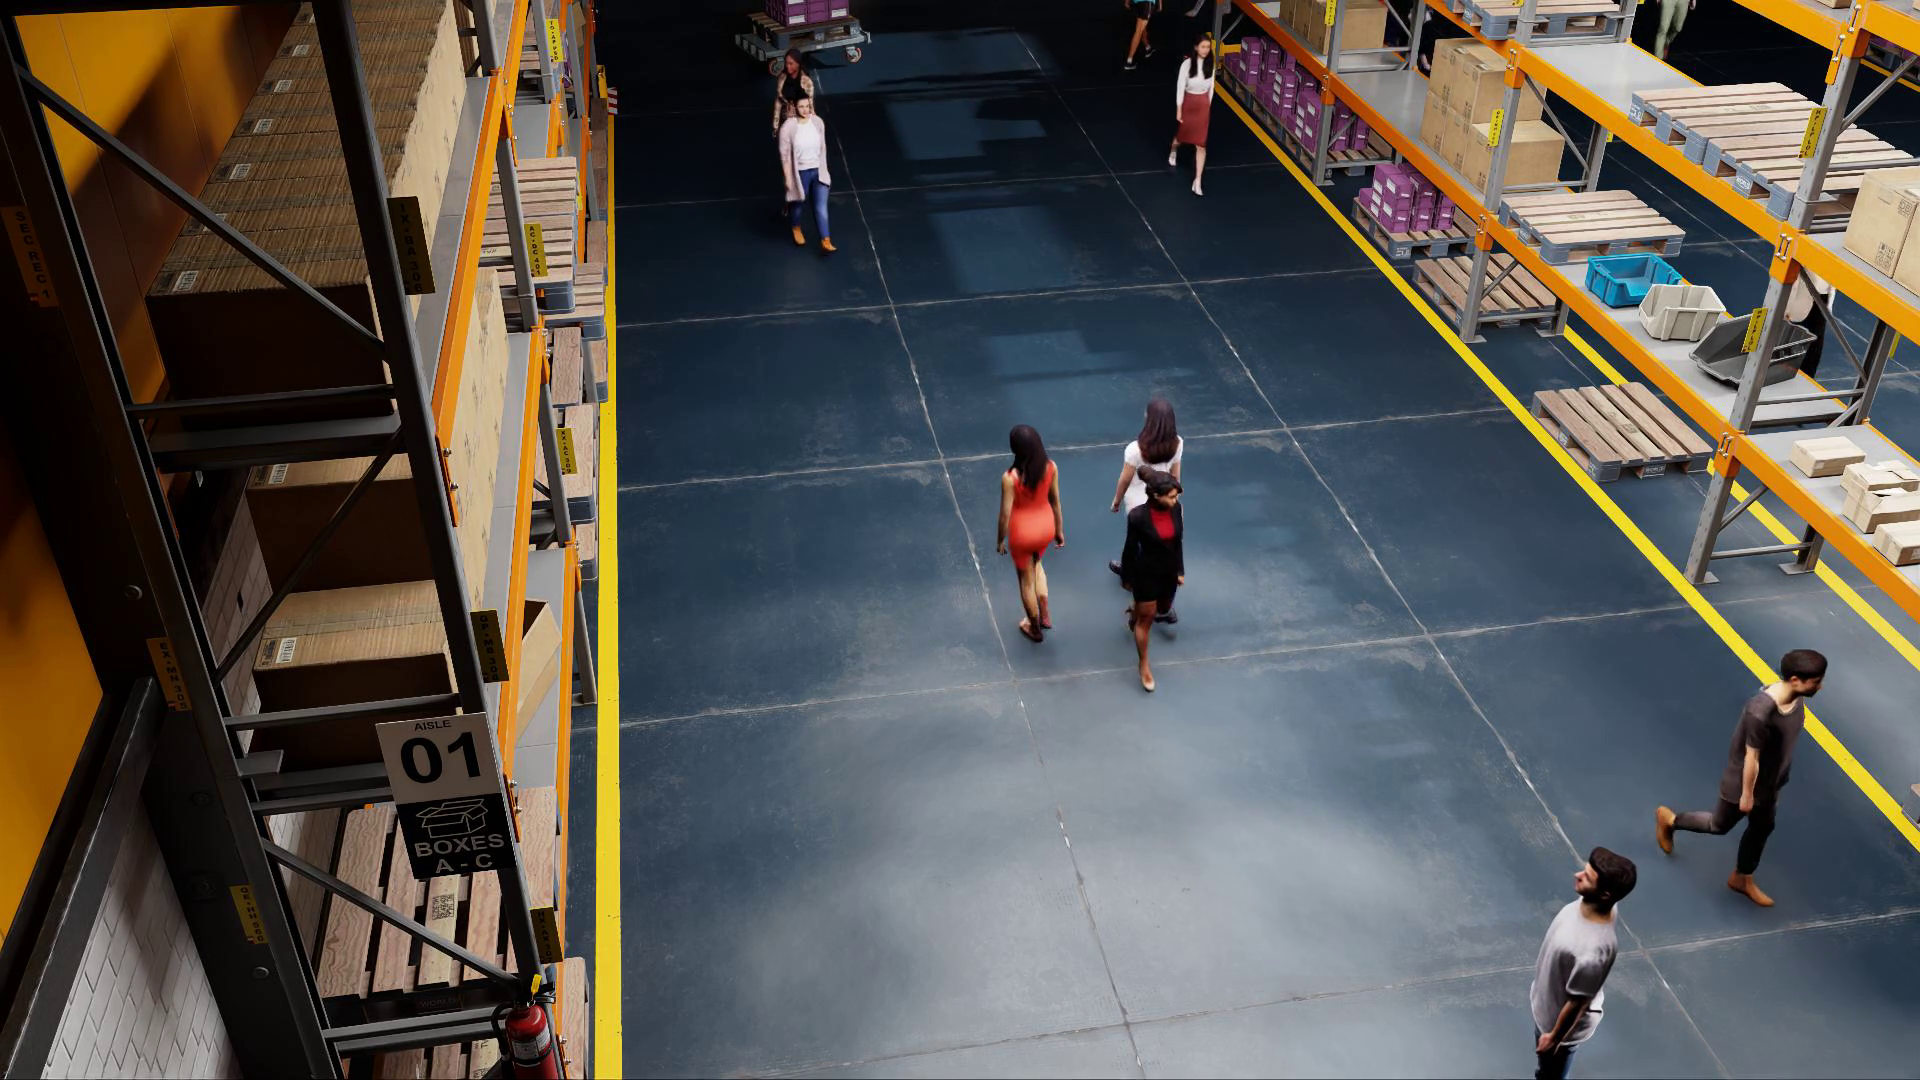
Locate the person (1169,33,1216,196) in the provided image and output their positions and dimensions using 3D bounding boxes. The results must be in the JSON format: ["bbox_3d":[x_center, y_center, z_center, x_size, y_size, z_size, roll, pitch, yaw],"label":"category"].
[{"bbox_3d":[2.551,-4.742,18.430,0.585,1.720,1.068,-5,34,-8],"label":"person"}]

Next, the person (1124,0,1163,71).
[{"bbox_3d":[2.382,-7.047,21.905,1.152,1.713,1.219,21,39,28],"label":"person"}]

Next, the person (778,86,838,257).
[{"bbox_3d":[-1.623,-3.781,17.003,0.884,1.699,1.154,-15,36,-21],"label":"person"}]

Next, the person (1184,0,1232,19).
[{"bbox_3d":[3.765,-8.331,23.827,0.960,1.723,1.109,-16,37,-23],"label":"person"}]

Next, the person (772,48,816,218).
[{"bbox_3d":[-1.724,-4.429,17.936,1.013,1.745,1.125,17,37,24],"label":"person"}]

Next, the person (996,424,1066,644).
[{"bbox_3d":[0.520,0.013,11.290,0.708,1.704,0.696,-16,37,-23],"label":"person"}]

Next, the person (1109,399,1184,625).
[{"bbox_3d":[1.351,-0.158,11.604,0.893,1.642,1.223,-18,38,-25],"label":"person"}]

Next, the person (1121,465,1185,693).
[{"bbox_3d":[1.251,0.208,11.071,0.714,1.622,0.924,-15,36,-21],"label":"person"}]

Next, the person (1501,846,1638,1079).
[{"bbox_3d":[2.872,2.176,7.868,0.816,1.890,0.680,10,35,15],"label":"person"}]

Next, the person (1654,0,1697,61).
[{"bbox_3d":[9.455,-7.169,21.966,0.976,1.848,1.263,7,34,11],"label":"person"}]

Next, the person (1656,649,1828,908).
[{"bbox_3d":[4.415,1.280,9.400,0.881,1.687,1.108,-19,38,-26],"label":"person"}]

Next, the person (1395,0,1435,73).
[{"bbox_3d":[5.960,-7.032,21.974,1.001,1.611,0.965,17,37,23],"label":"person"}]
